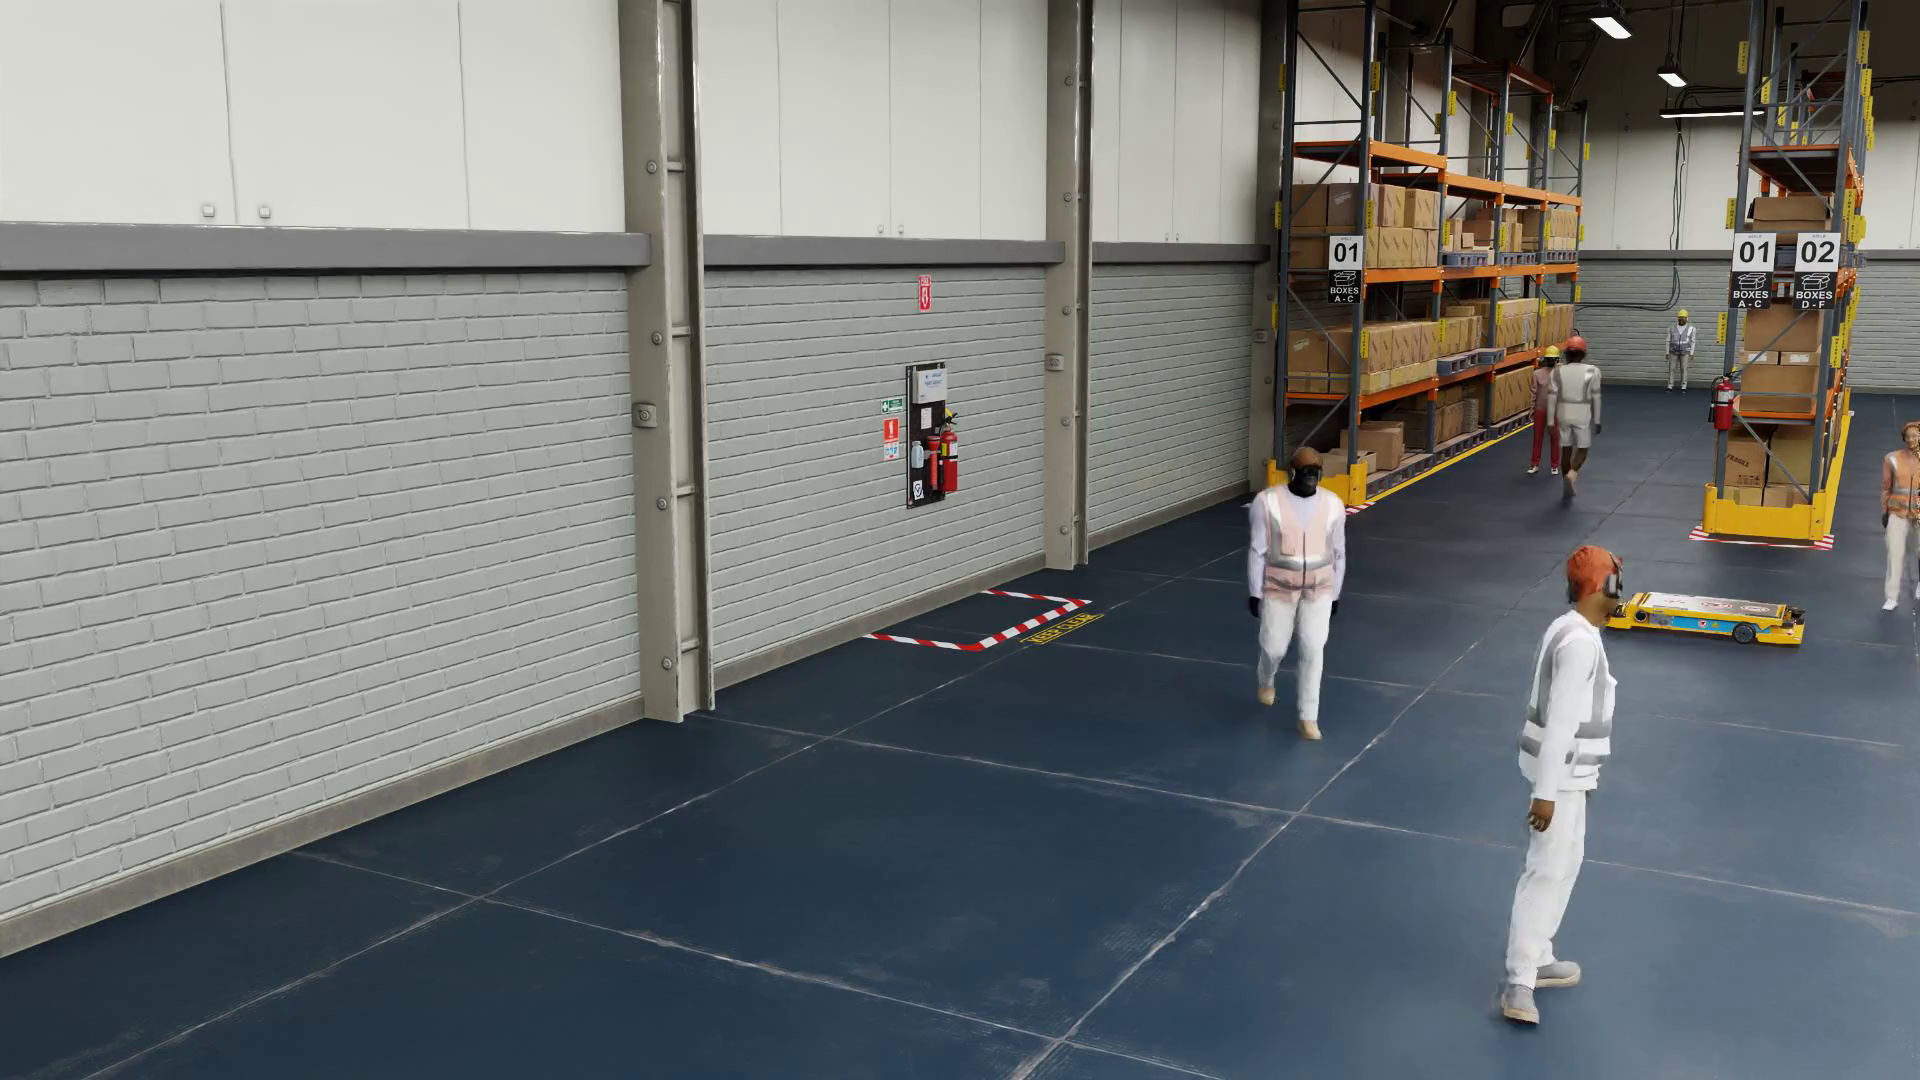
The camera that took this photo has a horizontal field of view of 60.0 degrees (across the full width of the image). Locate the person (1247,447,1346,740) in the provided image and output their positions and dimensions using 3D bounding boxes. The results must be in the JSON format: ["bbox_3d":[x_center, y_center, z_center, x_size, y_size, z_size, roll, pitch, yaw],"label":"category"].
[{"bbox_3d":[2.113,0.303,10.508,0.636,1.822,0.698,0,10,0],"label":"person"}]

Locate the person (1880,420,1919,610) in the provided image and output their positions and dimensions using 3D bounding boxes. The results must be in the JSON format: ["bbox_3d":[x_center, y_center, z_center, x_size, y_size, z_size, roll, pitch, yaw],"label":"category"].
[{"bbox_3d":[8.156,-0.227,14.218,0.518,1.619,0.721,8,12,38],"label":"person"}]

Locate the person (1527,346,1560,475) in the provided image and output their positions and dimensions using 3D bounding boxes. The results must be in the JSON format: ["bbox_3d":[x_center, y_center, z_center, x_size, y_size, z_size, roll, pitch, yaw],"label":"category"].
[{"bbox_3d":[8.082,-1.779,22.847,0.527,1.772,0.305,5,11,28],"label":"person"}]

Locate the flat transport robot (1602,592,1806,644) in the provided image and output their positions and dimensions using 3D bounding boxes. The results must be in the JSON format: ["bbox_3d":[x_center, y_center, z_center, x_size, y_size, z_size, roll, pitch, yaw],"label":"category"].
[{"bbox_3d":[5.934,0.605,13.273,1.431,0.197,0.652,5,11,28],"label":"flat transport robot"}]

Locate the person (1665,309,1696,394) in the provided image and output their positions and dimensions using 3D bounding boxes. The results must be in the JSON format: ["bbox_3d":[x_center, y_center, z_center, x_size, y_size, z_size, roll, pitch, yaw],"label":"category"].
[{"bbox_3d":[15.709,-4.109,36.293,0.594,1.836,0.404,5,11,28],"label":"person"}]

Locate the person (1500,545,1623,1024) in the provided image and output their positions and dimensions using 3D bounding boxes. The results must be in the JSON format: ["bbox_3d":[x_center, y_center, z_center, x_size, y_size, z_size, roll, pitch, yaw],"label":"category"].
[{"bbox_3d":[2.376,0.960,6.602,0.389,1.851,0.751,4,10,22],"label":"person"}]

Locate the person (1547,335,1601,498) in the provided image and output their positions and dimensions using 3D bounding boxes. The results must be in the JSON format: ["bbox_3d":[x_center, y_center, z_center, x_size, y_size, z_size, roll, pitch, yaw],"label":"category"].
[{"bbox_3d":[7.528,-1.494,20.447,0.635,2.027,0.725,6,11,32],"label":"person"}]
